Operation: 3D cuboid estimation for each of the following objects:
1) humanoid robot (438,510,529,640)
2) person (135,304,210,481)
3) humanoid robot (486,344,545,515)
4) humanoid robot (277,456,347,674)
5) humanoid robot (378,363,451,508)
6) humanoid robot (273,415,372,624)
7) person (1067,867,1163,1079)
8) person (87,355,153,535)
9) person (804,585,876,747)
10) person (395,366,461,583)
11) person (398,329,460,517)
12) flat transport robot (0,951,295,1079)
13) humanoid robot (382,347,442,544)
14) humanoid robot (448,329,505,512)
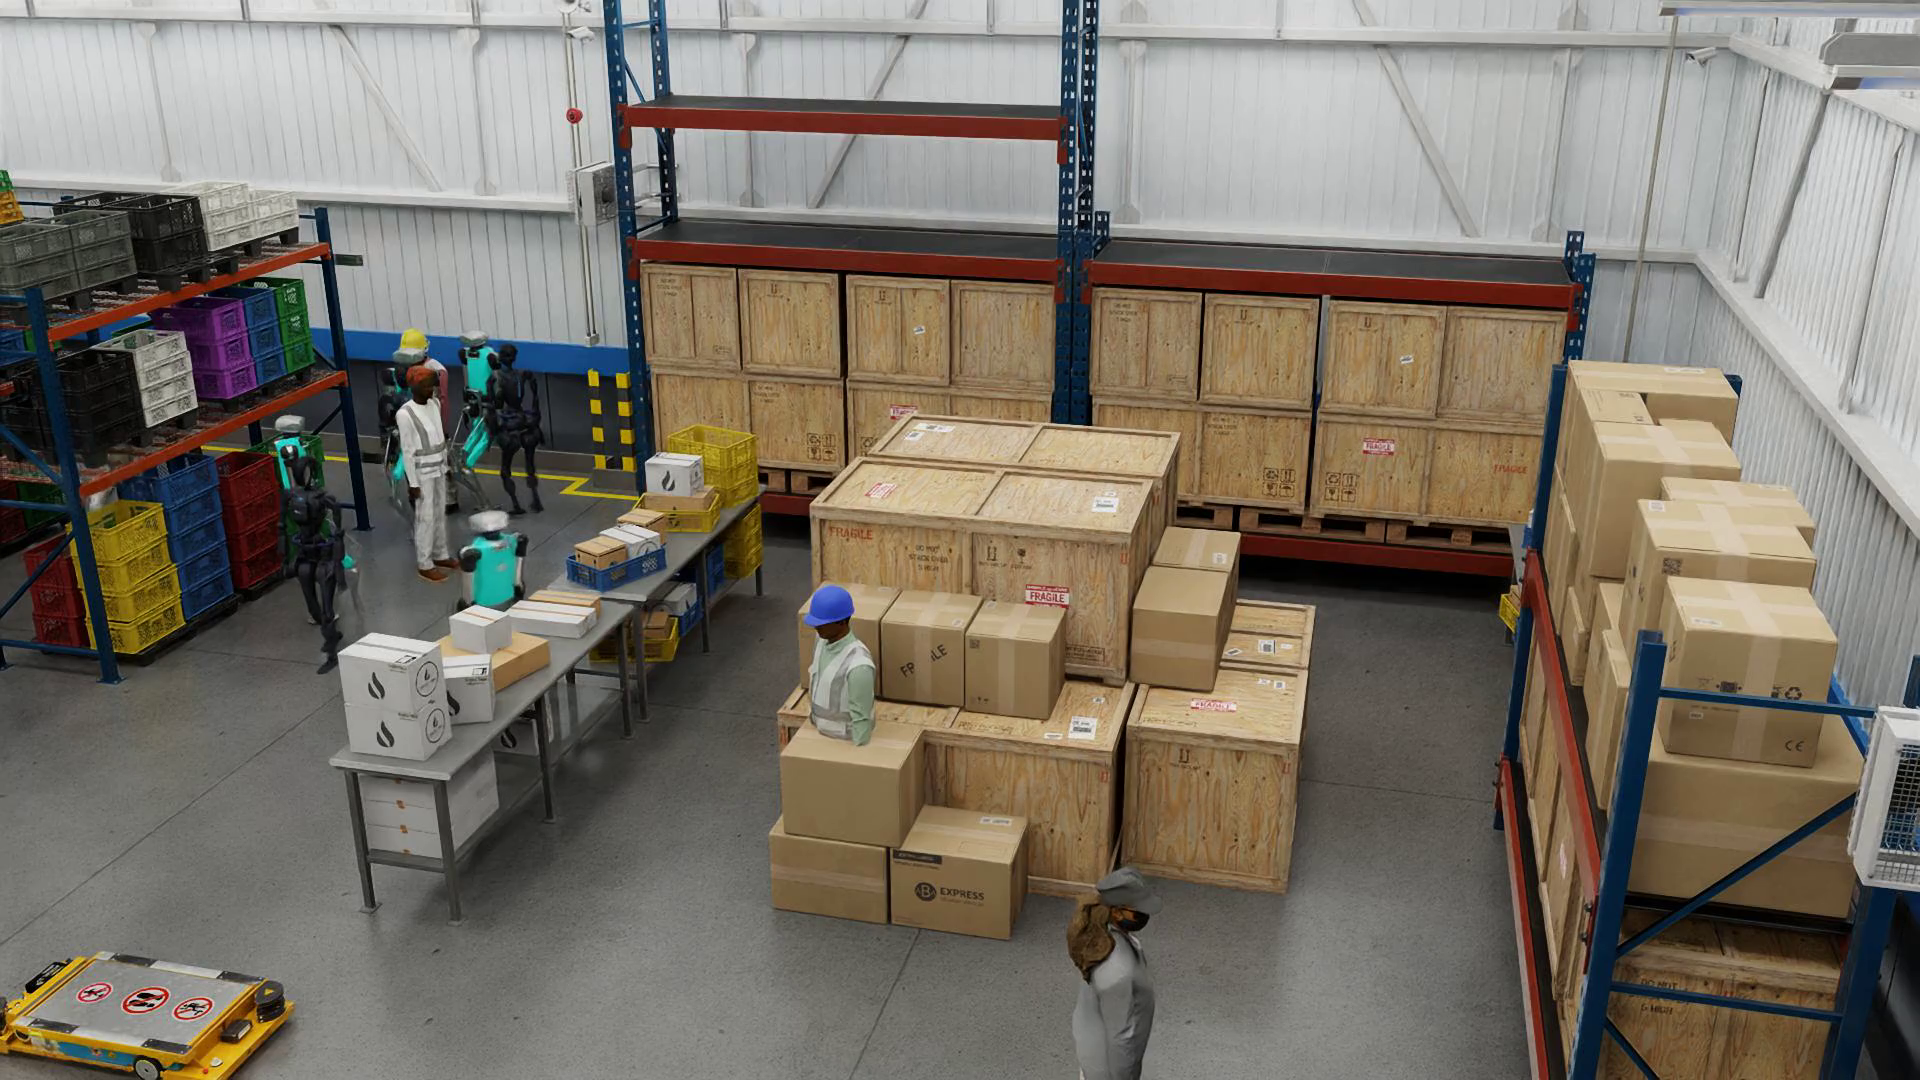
[{"bbox_3d":[-3.323,0.600,11.403,0.857,1.763,0.585,15,25,34],"label":"humanoid robot"},{"bbox_3d":[-7.618,-1.388,16.197,0.609,2.043,0.372,2,21,6],"label":"person"},{"bbox_3d":[-4.206,-1.041,15.801,0.396,1.638,0.589,18,27,39],"label":"humanoid robot"},{"bbox_3d":[-4.946,0.155,12.700,0.585,1.637,0.612,4,21,11],"label":"humanoid robot"},{"bbox_3d":[-5.017,-0.854,15.311,0.600,1.635,0.412,-6,22,-15],"label":"humanoid robot"},{"bbox_3d":[-5.035,-0.111,13.415,0.738,1.885,0.553,-7,22,-19],"label":"humanoid robot"},{"bbox_3d":[0.646,2.194,7.204,0.397,1.766,0.570,-1,21,-3],"label":"person"},{"bbox_3d":[-7.664,-0.815,15.057,0.650,1.792,0.928,10,23,24],"label":"person"},{"bbox_3d":[-0.695,1.153,9.697,0.411,1.939,0.602,-10,23,-25],"label":"person"},{"bbox_3d":[-4.571,-0.575,14.287,0.339,1.882,0.582,4,21,11],"label":"person"},{"bbox_3d":[-5.069,-1.115,15.792,0.588,1.823,0.405,12,24,28],"label":"person"},{"bbox_3d":[-4.270,2.464,8.601,1.431,0.231,0.659,5,22,13],"label":"flat transport robot"},{"bbox_3d":[-5.018,-0.791,15.106,0.545,1.806,0.772,3,21,7],"label":"humanoid robot"},{"bbox_3d":[-4.644,-1.081,15.733,0.549,1.750,0.679,14,25,32],"label":"humanoid robot"}]
